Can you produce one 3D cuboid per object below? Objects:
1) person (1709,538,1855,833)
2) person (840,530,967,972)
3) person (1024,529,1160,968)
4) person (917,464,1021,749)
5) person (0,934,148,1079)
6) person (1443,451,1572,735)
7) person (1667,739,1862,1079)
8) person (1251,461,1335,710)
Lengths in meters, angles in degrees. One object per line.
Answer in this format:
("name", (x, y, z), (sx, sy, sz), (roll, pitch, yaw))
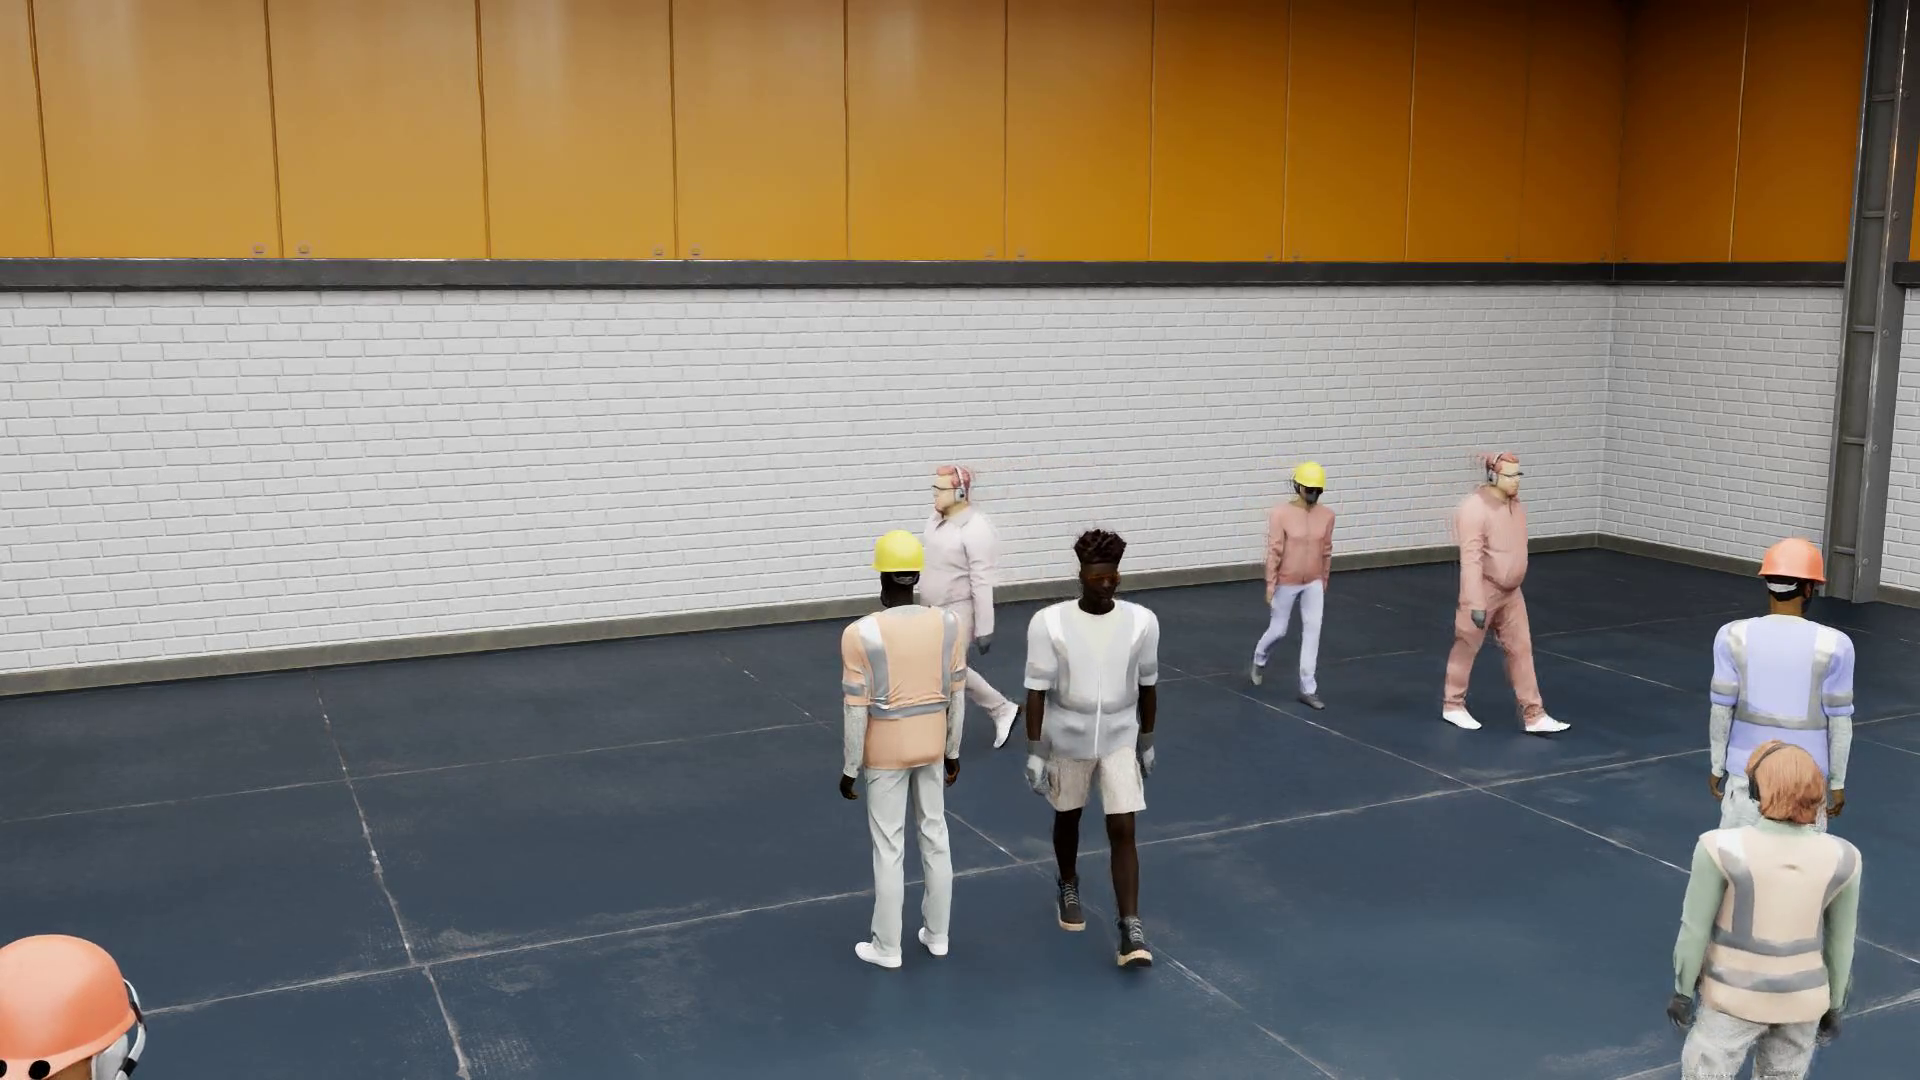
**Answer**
("person", (3.441, 0.953, 7.004), (0.542, 1.929, 0.374), (6, 11, 33))
("person", (-0.255, 0.914, 7.248), (0.585, 1.928, 0.368), (-5, 10, -28))
("person", (0.590, 0.901, 7.360), (0.628, 1.909, 0.994), (-1, 9, -4))
("person", (0.003, 0.457, 10.240), (0.863, 1.881, 0.647), (-4, 10, -25))
("person", (-1.438, 1.602, 2.768), (0.613, 1.995, 0.391), (0, 9, -2))
("person", (3.548, 0.367, 10.801), (0.678, 1.863, 0.925), (-7, 11, -36))
("person", (2.452, 1.415, 5.048), (0.530, 1.623, 0.549), (0, 9, 1))
("person", (2.362, 0.278, 11.780), (0.542, 1.731, 0.754), (-2, 9, -15))
